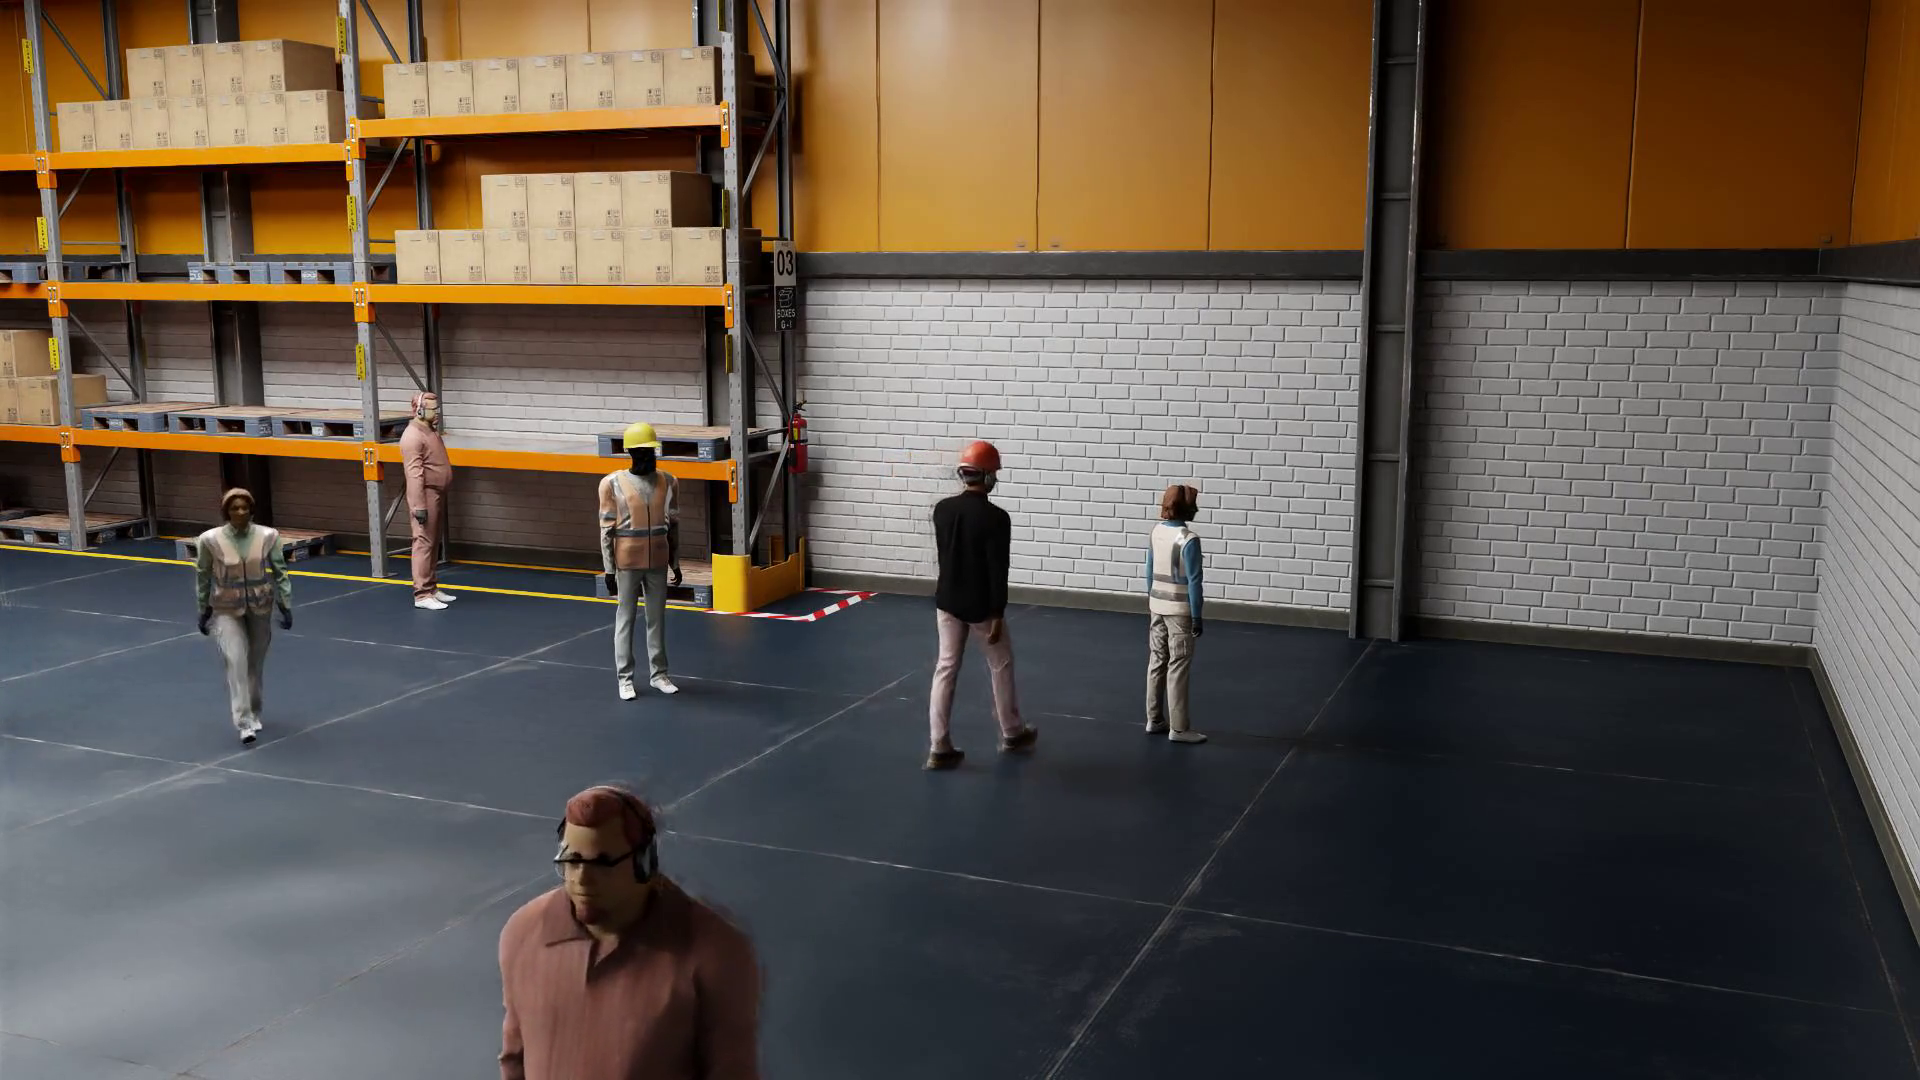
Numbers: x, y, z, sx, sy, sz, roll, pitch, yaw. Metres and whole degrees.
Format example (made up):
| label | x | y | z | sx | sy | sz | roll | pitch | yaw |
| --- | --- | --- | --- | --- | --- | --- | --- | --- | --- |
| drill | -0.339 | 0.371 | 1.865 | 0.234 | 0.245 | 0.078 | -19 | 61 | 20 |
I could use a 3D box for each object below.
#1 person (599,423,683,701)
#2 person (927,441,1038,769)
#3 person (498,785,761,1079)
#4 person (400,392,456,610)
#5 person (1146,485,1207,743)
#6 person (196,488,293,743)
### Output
| label | x | y | z | sx | sy | sz | roll | pitch | yaw |
| --- | --- | --- | --- | --- | --- | --- | --- | --- | --- |
| person | -2.216 | 0.142 | 11.615 | 0.587 | 1.930 | 0.357 | -6 | 11 | -33 |
| person | 0.134 | 0.375 | 10.125 | 0.629 | 1.954 | 0.953 | 7 | 12 | 37 |
| person | -0.773 | 1.467 | 3.819 | 0.664 | 1.852 | 0.986 | 2 | 10 | 10 |
| person | -4.671 | -0.349 | 14.665 | 0.406 | 1.906 | 0.654 | -1 | 9 | -4 |
| person | 1.366 | 0.464 | 10.554 | 0.310 | 1.636 | 0.522 | -5 | 11 | -28 |
| person | -4.499 | 0.480 | 10.523 | 0.545 | 1.598 | 0.808 | -6 | 11 | -34 |
